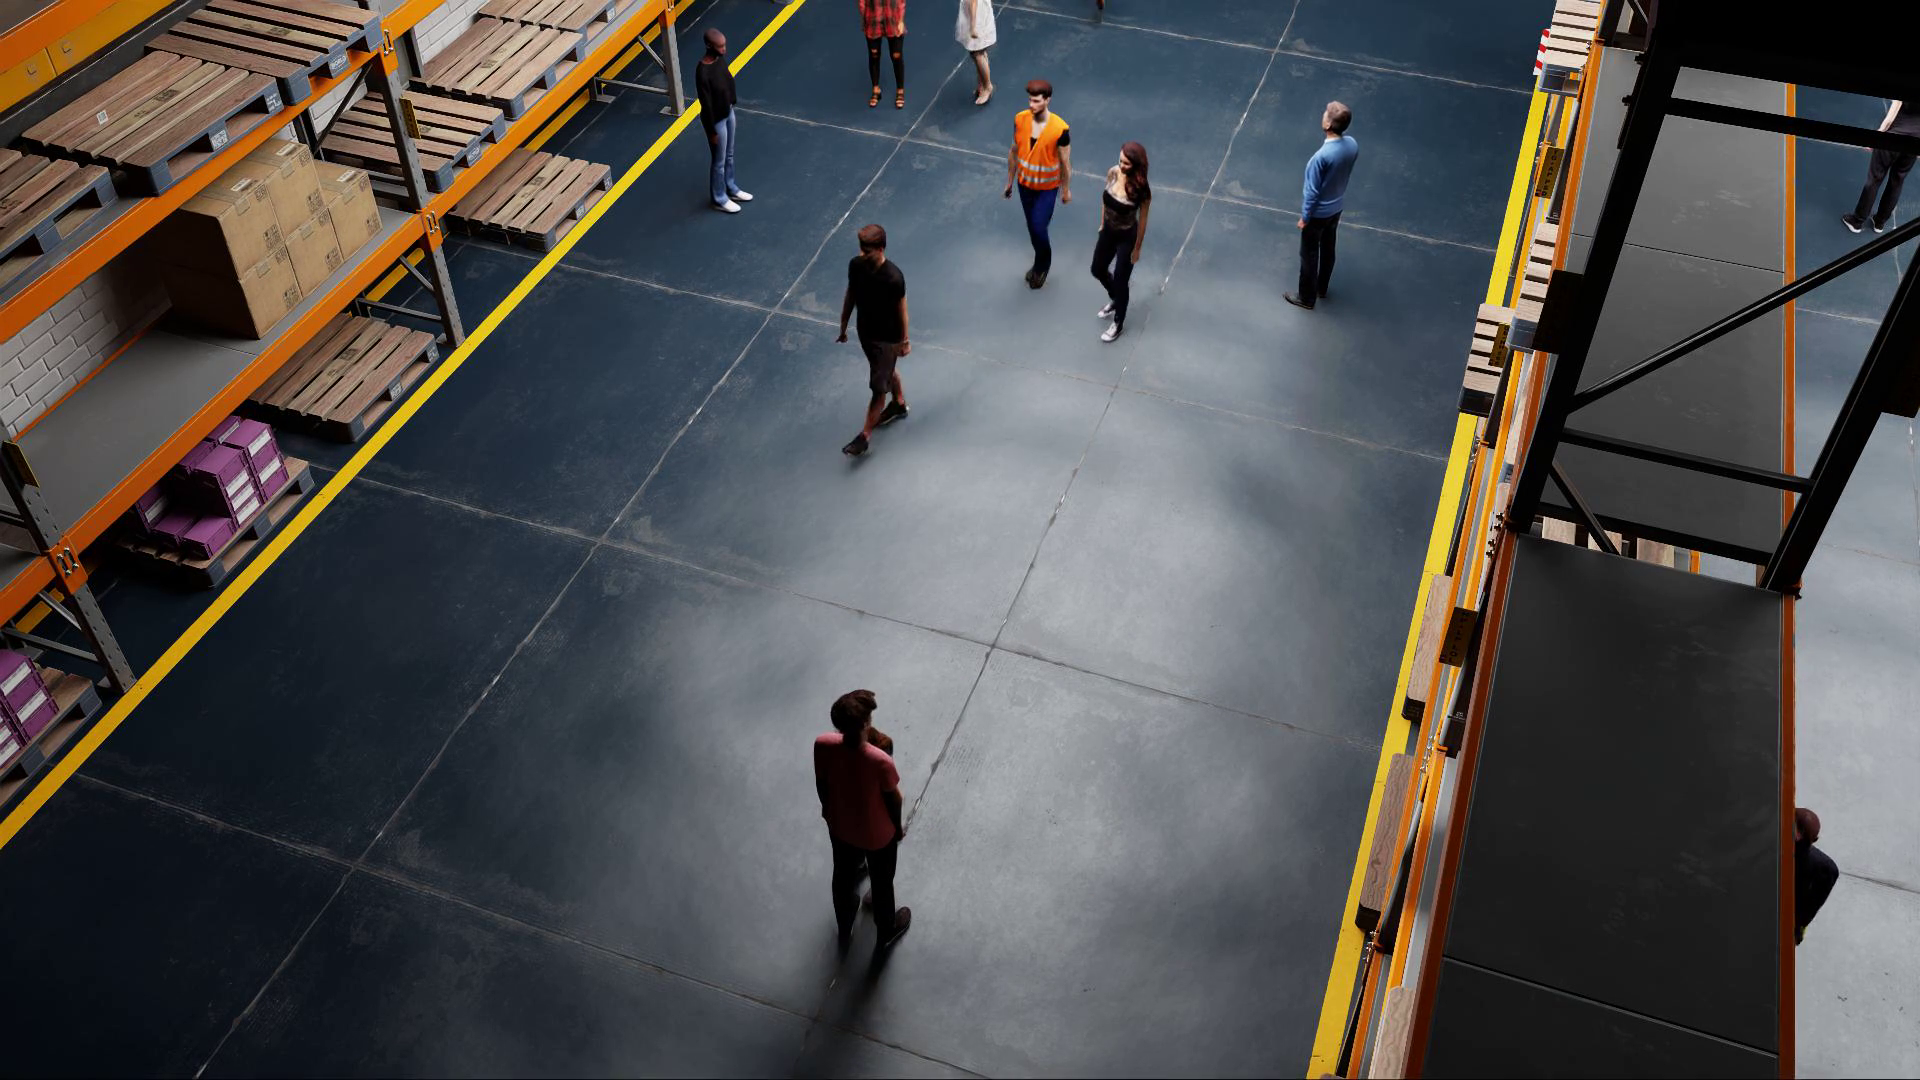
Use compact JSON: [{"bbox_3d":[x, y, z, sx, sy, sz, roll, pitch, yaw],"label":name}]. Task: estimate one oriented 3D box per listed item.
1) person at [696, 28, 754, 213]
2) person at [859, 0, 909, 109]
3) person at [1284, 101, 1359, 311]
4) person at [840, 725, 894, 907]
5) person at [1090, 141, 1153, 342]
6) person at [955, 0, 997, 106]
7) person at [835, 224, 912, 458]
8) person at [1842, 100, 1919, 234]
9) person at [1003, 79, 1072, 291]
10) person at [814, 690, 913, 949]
[{"bbox_3d":[-2.137,-3.702,14.631,0.664,1.745,0.505,11,45,12],"label":"person"},{"bbox_3d":[-0.732,-4.991,16.015,0.671,1.701,0.625,4,44,4],"label":"person"},{"bbox_3d":[2.966,-2.726,13.555,0.681,1.815,0.809,-31,52,-29],"label":"person"},{"bbox_3d":[-0.537,1.501,9.346,0.662,1.501,0.690,34,53,30],"label":"person"},{"bbox_3d":[1.335,-2.434,13.286,0.818,1.763,0.781,-32,52,-29],"label":"person"},{"bbox_3d":[0.146,-4.998,15.979,0.853,1.762,0.651,13,45,13],"label":"person"},{"bbox_3d":[-0.530,-1.571,12.333,0.954,1.829,1.187,31,52,29],"label":"person"},{"bbox_3d":[8.131,-3.448,14.365,0.629,1.743,0.613,3,44,3],"label":"person"},{"bbox_3d":[0.702,-3.001,13.802,0.762,1.873,0.774,28,50,26],"label":"person"},{"bbox_3d":[-0.544,1.528,8.986,0.618,1.959,0.522,13,45,13],"label":"person"}]
